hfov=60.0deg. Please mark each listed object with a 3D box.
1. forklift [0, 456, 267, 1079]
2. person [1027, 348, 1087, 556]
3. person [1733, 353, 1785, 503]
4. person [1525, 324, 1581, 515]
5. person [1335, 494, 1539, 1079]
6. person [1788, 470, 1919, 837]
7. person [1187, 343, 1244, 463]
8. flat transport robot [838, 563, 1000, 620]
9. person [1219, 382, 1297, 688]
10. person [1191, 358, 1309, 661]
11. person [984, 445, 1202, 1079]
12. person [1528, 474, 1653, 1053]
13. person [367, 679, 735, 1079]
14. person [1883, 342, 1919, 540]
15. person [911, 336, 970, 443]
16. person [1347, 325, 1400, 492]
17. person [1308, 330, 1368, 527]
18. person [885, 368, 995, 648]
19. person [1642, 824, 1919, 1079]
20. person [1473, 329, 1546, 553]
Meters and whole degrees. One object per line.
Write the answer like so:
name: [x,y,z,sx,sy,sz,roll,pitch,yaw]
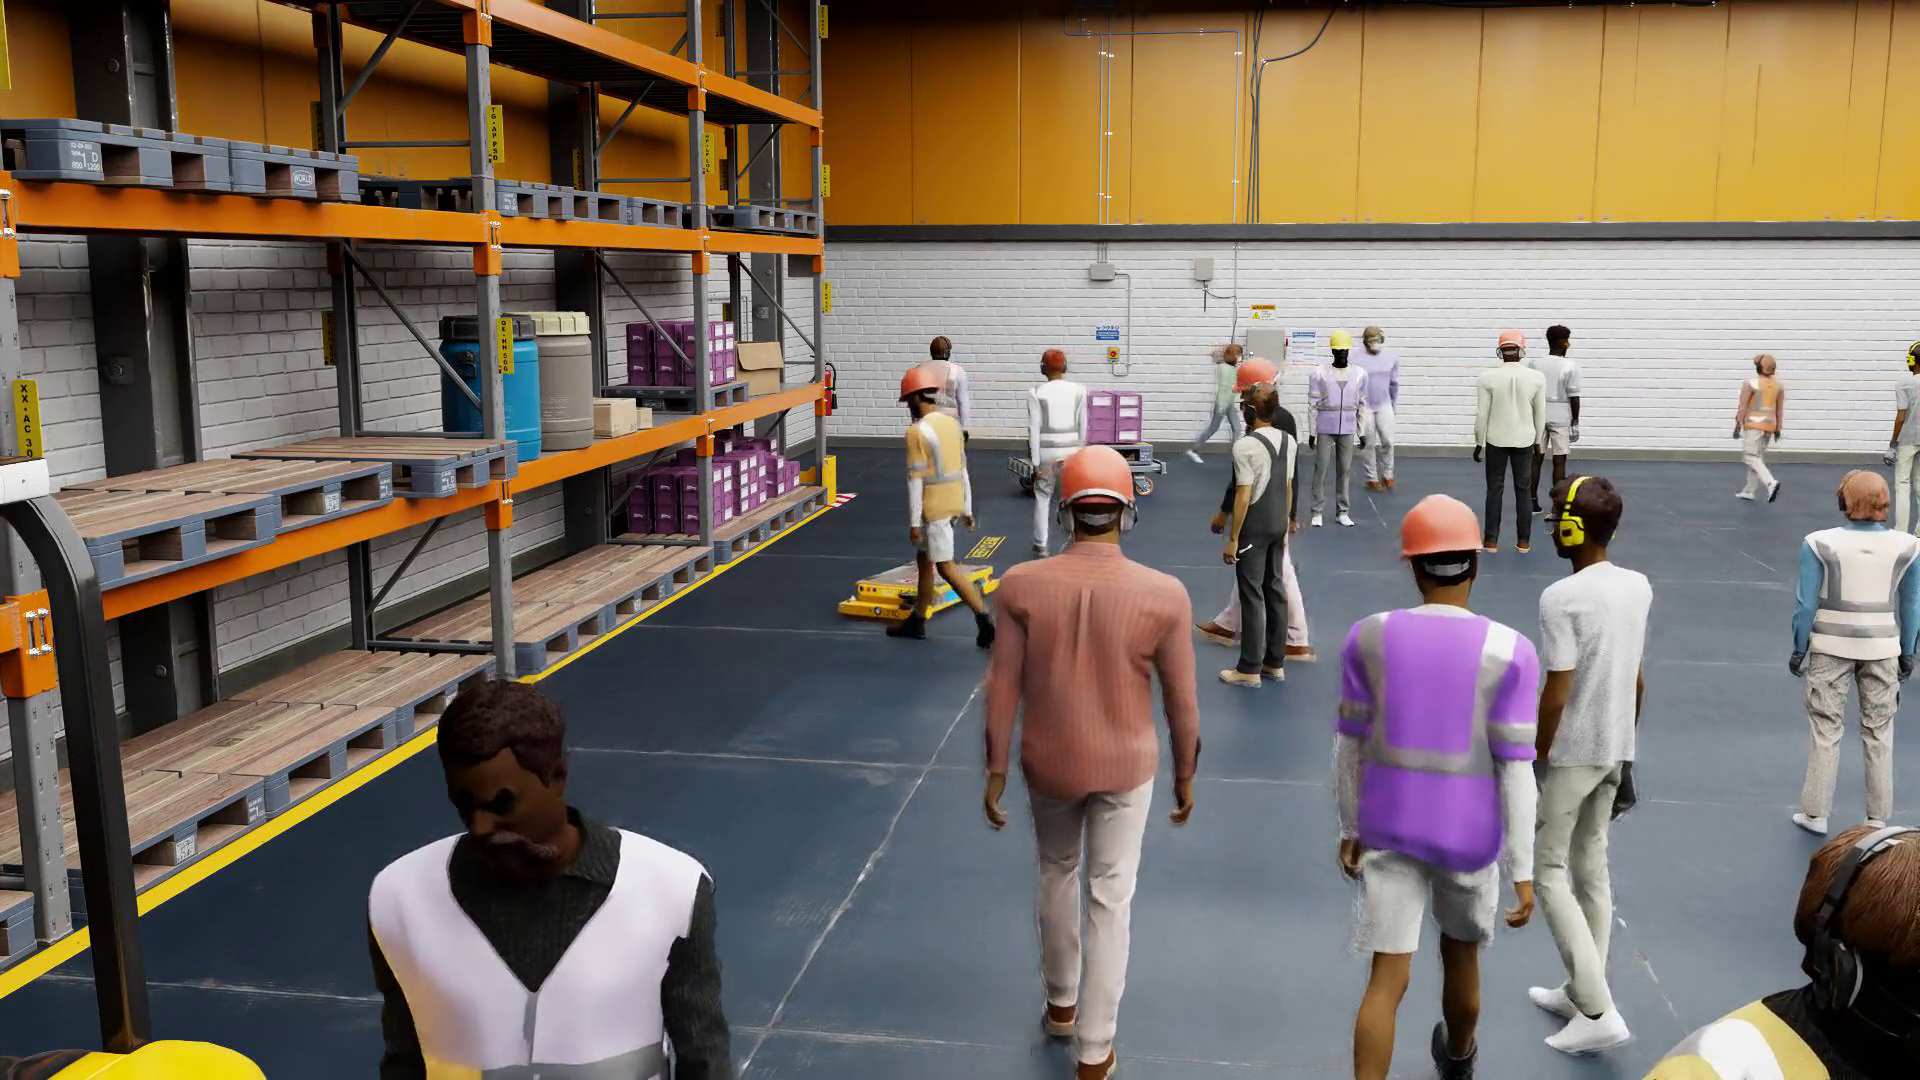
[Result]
forklift: [-2.328,0.975,2.765,2.313,2.155,1.214,1,9,9]
person: [0.860,-0.725,14.341,0.574,1.851,0.902,-2,10,-14]
person: [8.667,-1.204,17.960,0.518,1.620,0.690,-3,10,-17]
person: [6.027,-1.212,16.954,0.367,1.963,0.609,-9,13,-44]
person: [1.326,0.827,4.667,0.590,1.878,1.020,4,10,24]
person: [3.948,0.509,7.351,0.523,1.636,0.310,2,9,12]
person: [3.367,-1.750,21.451,0.875,1.583,0.507,6,11,32]
flat transport robot: [-0.283,0.360,12.472,0.652,0.197,1.431,4,10,25]
person: [1.798,-0.032,10.046,0.505,1.846,0.346,-8,12,-39]
person: [1.872,-0.202,10.793,0.948,1.939,0.609,4,10,23]
person: [0.434,0.679,5.256,0.662,1.967,0.792,2,9,12]
person: [2.020,0.725,5.354,0.590,1.857,0.498,-6,11,-33]
person: [-0.691,1.126,2.910,0.618,1.860,0.984,-1,9,-9]
person: [8.607,-0.853,15.036,0.536,1.869,0.314,-2,9,-12]
person: [-0.192,-1.153,16.975,0.631,1.843,0.429,3,10,20]
person: [4.628,-1.470,18.706,0.648,1.897,0.591,0,9,-2]
person: [3.701,-1.088,16.303,0.589,1.928,0.385,0,9,-2]
person: [-0.076,-0.203,11.058,0.923,1.877,0.575,5,11,29]
person: [1.130,1.253,2.136,0.624,1.845,0.430,-3,10,-17]
person: [4.877,-0.872,14.787,0.608,1.988,0.392,1,9,7]
